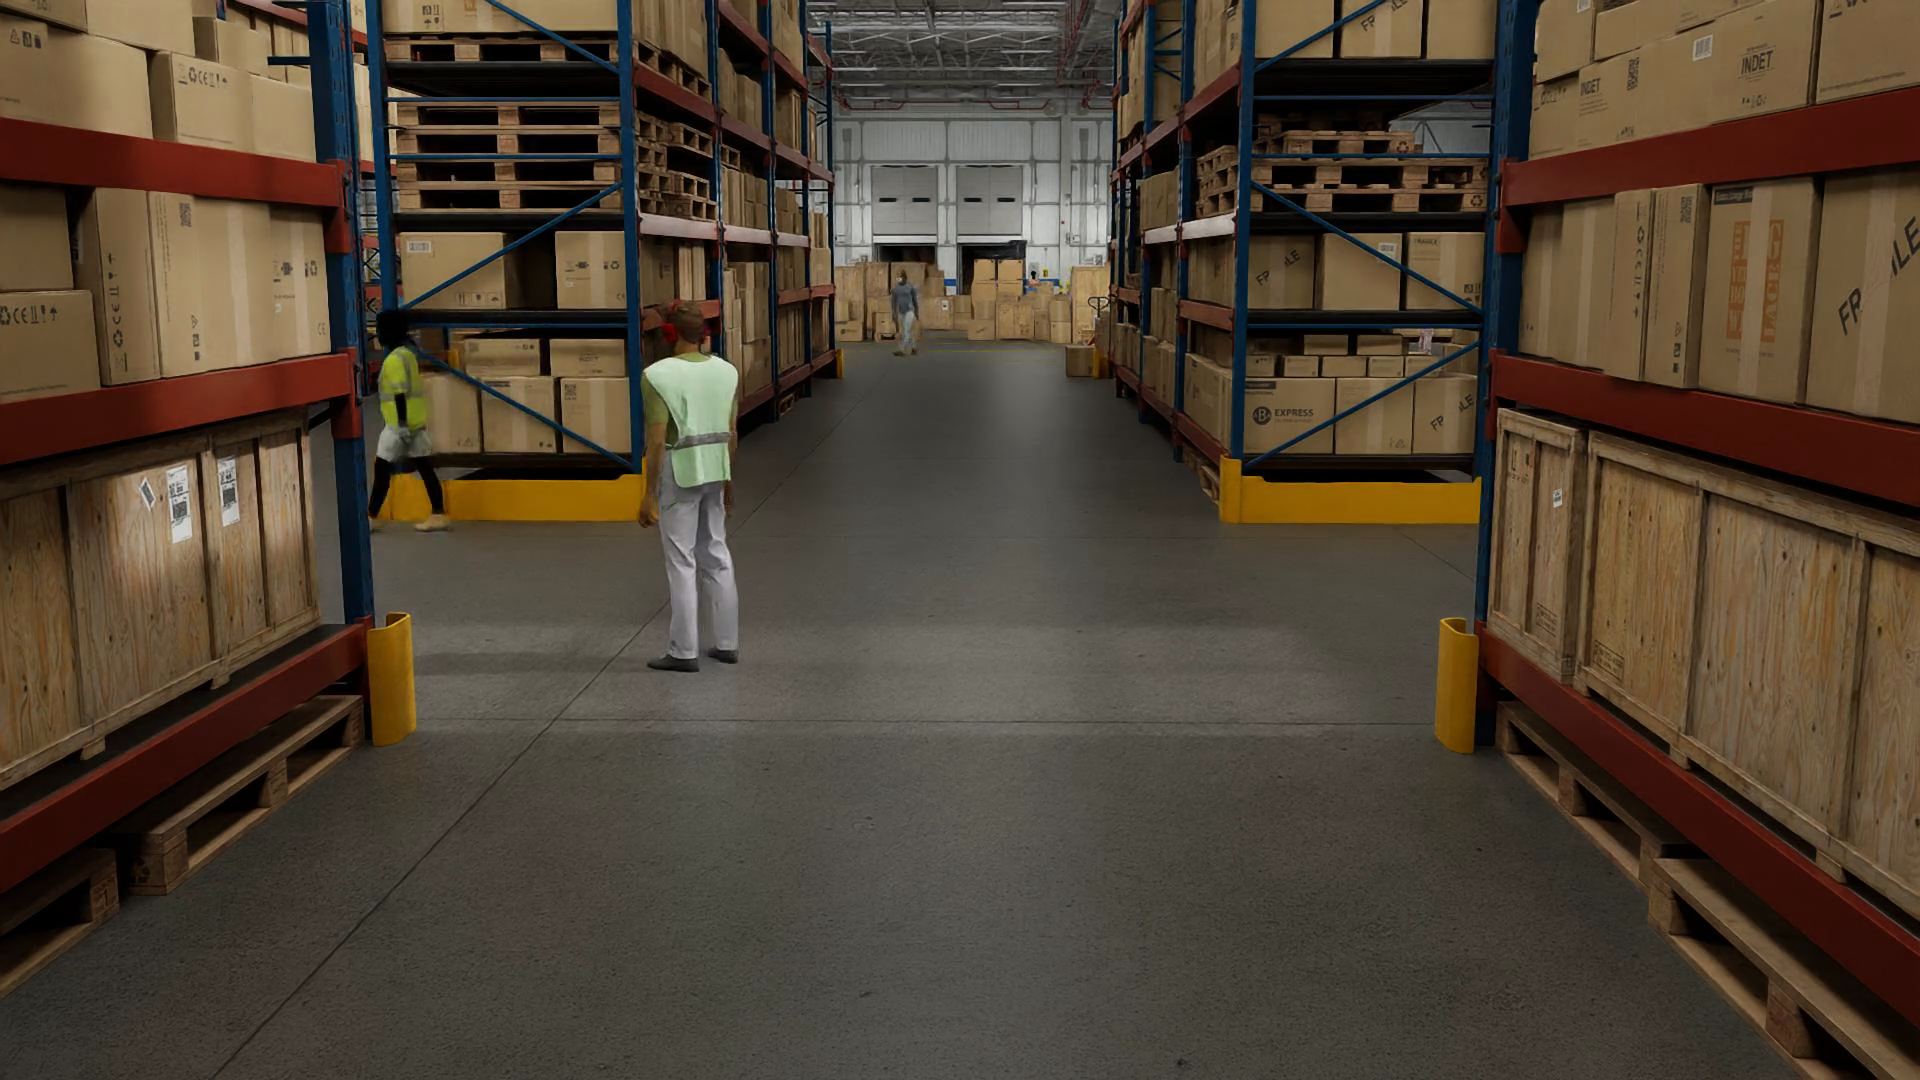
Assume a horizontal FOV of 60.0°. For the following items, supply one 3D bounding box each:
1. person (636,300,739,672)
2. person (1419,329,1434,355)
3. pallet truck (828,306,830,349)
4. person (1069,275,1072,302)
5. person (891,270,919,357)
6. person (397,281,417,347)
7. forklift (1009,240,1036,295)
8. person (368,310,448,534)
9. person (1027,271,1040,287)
[{"bbox_3d":[-1.322,-0.256,8.236,0.377,1.834,0.601,8,13,41],"label":"person"},{"bbox_3d":[9.383,-4.510,33.224,0.379,1.996,0.610,0,9,-2],"label":"person"},{"bbox_3d":[-3.100,-3.940,29.800,1.885,1.965,0.823,3,10,19],"label":"pallet truck"},{"bbox_3d":[4.637,-10.202,67.675,0.994,1.885,0.581,7,12,36],"label":"person"},{"bbox_3d":[-1.153,-4.901,35.966,0.641,1.880,1.084,5,11,27],"label":"person"},{"bbox_3d":[-11.558,-4.532,34.385,0.867,1.656,0.542,3,10,19],"label":"person"},{"bbox_3d":[2.104,-9.416,59.963,1.873,2.768,1.129,-4,10,-21],"label":"forklift"},{"bbox_3d":[-4.238,-0.866,12.373,0.832,1.658,0.538,0,9,0],"label":"person"},{"bbox_3d":[2.847,-9.597,64.585,0.540,1.695,0.317,-2,10,-10],"label":"person"}]
